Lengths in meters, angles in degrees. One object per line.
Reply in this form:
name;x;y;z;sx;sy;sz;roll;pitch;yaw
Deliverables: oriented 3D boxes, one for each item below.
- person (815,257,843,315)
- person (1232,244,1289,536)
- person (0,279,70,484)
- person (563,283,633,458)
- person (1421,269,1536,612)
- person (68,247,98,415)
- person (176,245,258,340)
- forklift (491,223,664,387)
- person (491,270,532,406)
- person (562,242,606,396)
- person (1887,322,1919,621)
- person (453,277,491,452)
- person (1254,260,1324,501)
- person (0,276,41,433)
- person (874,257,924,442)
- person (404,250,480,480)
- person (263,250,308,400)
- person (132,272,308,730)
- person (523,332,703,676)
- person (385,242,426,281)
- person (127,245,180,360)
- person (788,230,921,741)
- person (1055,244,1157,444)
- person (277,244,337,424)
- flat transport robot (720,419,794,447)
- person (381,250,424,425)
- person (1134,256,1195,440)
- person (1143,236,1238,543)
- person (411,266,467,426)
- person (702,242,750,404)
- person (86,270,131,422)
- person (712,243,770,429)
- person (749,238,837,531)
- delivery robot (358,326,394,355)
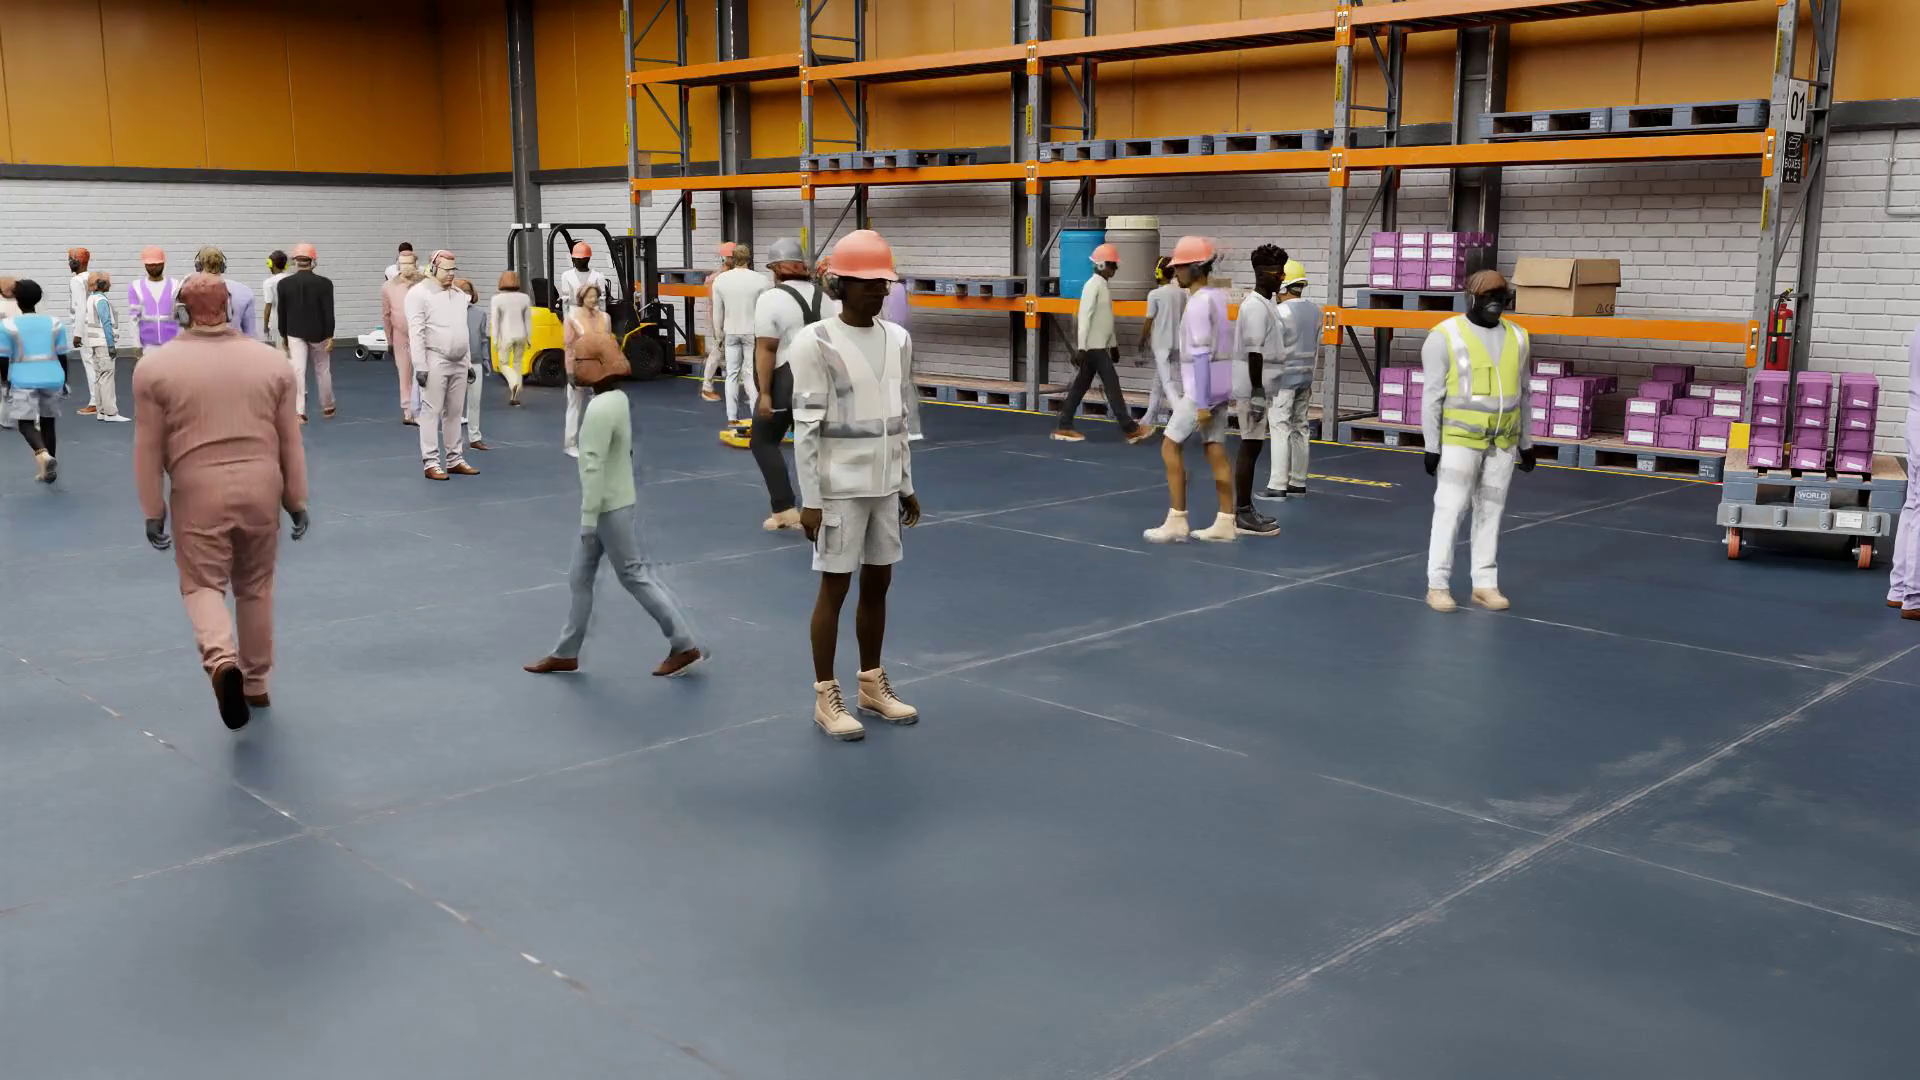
person;-0.956;-1.228;12.754;0.651;1.851;0.808;-6;12;-31
person;2.030;-1.024;11.338;0.371;1.963;0.608;2;11;10
person;-7.415;-1.256;13.389;0.660;1.680;0.539;10;14;43
person;-3.319;-1.504;14.974;0.546;1.589;0.873;-10;14;-43
person;2.801;-0.535;9.005;0.639;1.842;0.429;-3;11;-15
person;-9.882;-2.362;18.858;0.352;1.881;0.576;0;10;-2
person;-6.107;-1.448;13.715;0.631;1.938;0.362;-8;13;-39
forklift;-5.316;-3.263;22.920;2.313;2.155;1.214;-10;14;-44
person;-5.256;-2.363;19.591;0.504;1.619;0.523;-8;13;-36
person;-4.699;-2.752;20.843;0.547;1.934;0.375;-2;11;-11
person;5.180;-0.510;8.728;0.403;1.900;0.646;4;11;19
person;-4.620;-1.631;15.548;0.266;1.631;0.507;9;14;40
person;2.497;-1.211;12.716;0.590;1.833;0.404;-9;14;-41
person;-9.735;-1.907;17.159;0.865;1.597;0.530;9;14;42
person;-0.753;-1.902;16.377;1.002;1.872;0.596;8;13;39
person;-4.296;-1.460;13.891;0.406;1.903;0.639;5;12;26
person;-7.887;-2.436;19.349;0.395;1.848;0.556;5;12;27
person;-3.026;-0.161;6.882;0.661;1.887;0.763;-8;13;-37
person;-1.579;-0.149;7.587;0.831;1.596;0.508;-1;10;-4
person;-7.887;-3.287;23.802;0.593;1.920;0.391;-1;10;-5
person;-8.158;-2.034;16.965;0.547;1.916;0.585;-4;11;-22
person;-0.394;-0.221;6.743;0.376;2.041;0.615;10;14;43
person;1.397;-1.907;16.216;1.050;1.932;0.636;3;11;14
person;-7.094;-2.239;18.072;0.620;1.933;1.068;-2;11;-10
flat transport robot;-1.570;-1.077;16.248;1.431;0.197;0.652;-4;11;-23
person;-5.934;-2.219;18.122;0.652;1.871;0.942;-3;11;-13
person;2.026;-1.890;16.506;0.526;1.816;0.985;-9;14;-40
person;1.518;-0.970;10.928;0.750;2.014;0.612;5;12;25
person;-5.499;-2.025;17.446;0.843;1.706;0.562;5;12;27
person;-2.794;-2.614;20.079;1.054;1.943;0.635;9;14;41
person;-9.294;-2.097;18.067;0.308;1.643;0.511;-9;14;-41
person;-2.264;-2.123;17.400;0.635;1.937;0.352;2;11;10
person;-1.144;-1.049;11.263;0.548;2.000;0.714;9;14;40
delivery robot;-9.335;-3.205;26.821;0.707;0.478;0.477;4;11;18
